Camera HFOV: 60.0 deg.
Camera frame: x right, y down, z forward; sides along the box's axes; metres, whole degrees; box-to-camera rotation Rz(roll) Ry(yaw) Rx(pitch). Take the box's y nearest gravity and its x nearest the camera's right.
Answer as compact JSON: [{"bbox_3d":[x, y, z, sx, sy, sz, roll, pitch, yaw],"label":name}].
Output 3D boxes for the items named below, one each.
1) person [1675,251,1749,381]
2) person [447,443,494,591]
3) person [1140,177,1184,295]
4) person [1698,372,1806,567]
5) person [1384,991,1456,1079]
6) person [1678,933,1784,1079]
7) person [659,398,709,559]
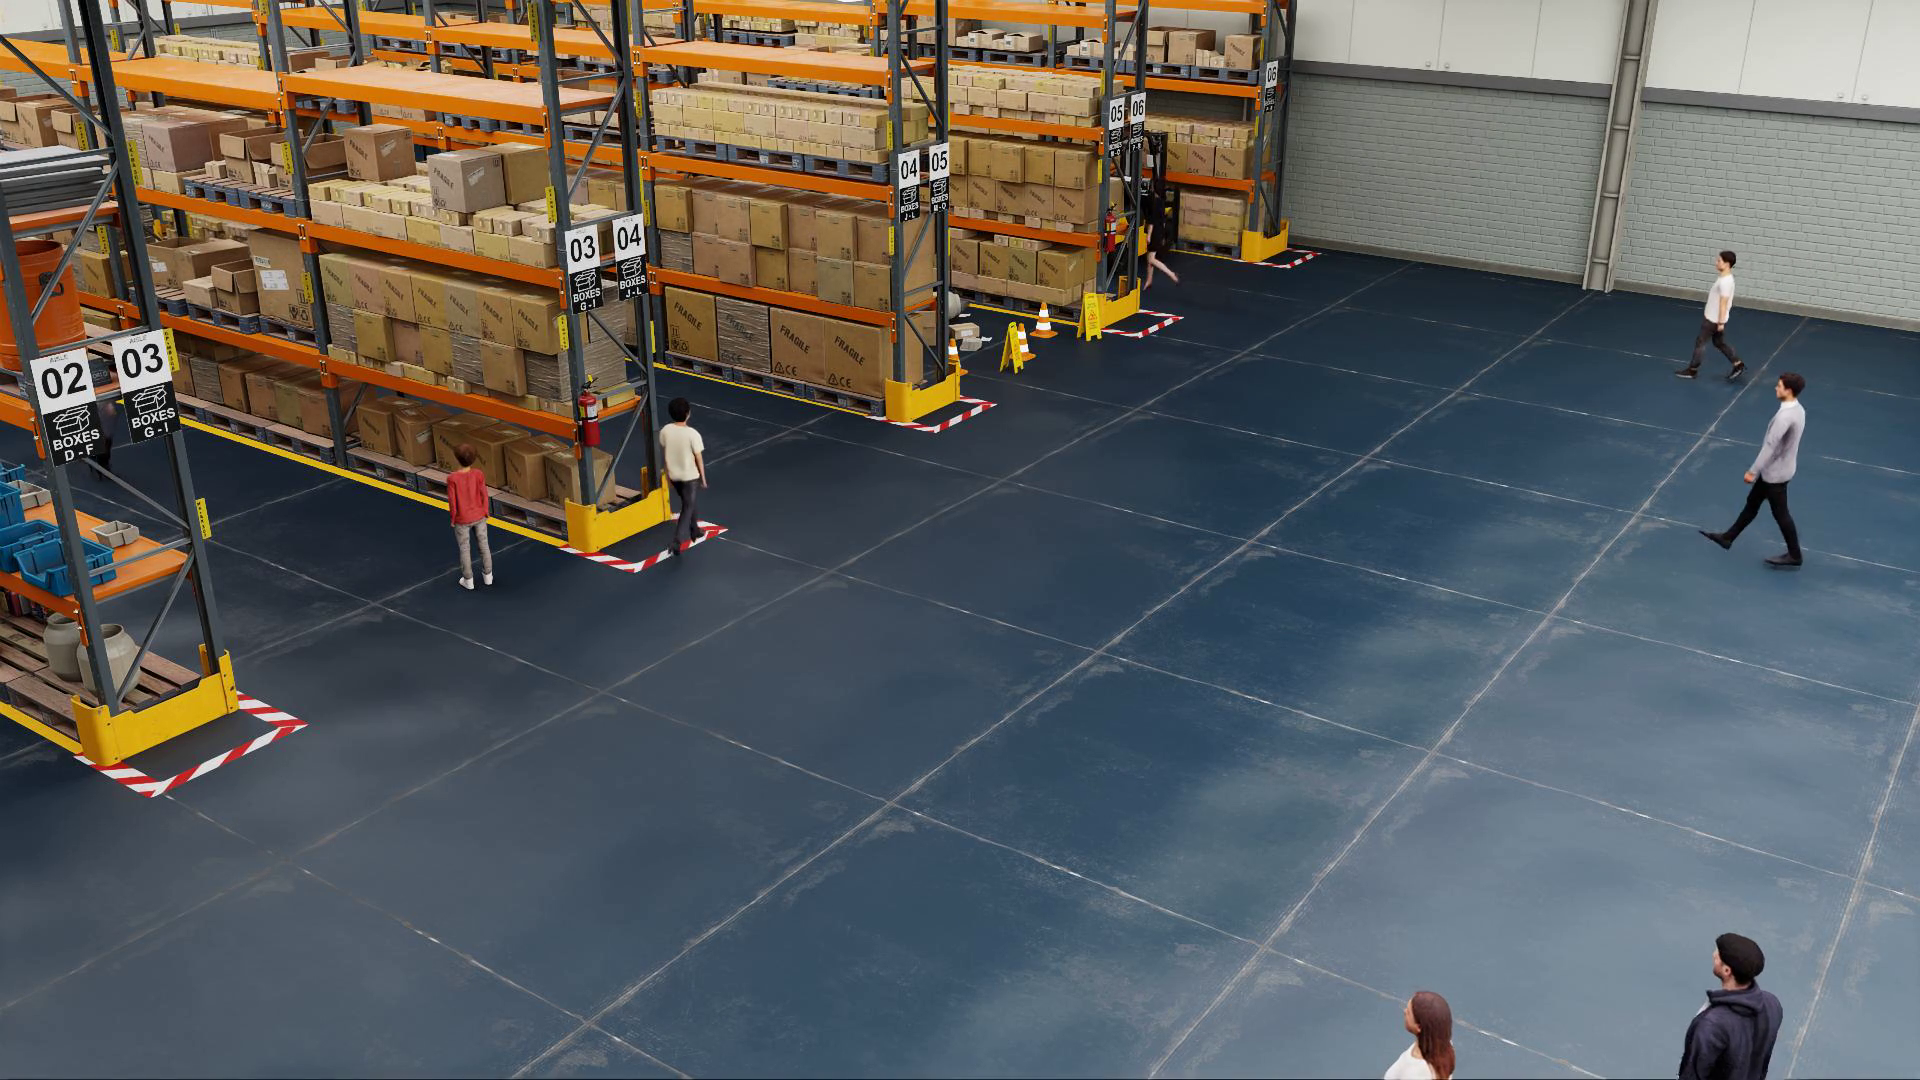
[{"bbox_3d":[9.793,-2.854,21.330,1.106,1.688,0.733,11,25,24],"label":"person"},{"bbox_3d":[-4.575,-0.232,15.515,0.596,1.414,0.613,-13,26,-27],"label":"person"},{"bbox_3d":[3.043,-4.570,25.249,0.986,1.780,0.696,11,25,24],"label":"person"},{"bbox_3d":[7.876,-0.622,15.850,1.208,1.869,0.779,14,27,30],"label":"person"},{"bbox_3d":[2.164,2.856,7.905,0.515,1.688,0.598,15,27,31],"label":"person"},{"bbox_3d":[3.652,2.767,7.896,0.939,1.858,1.194,-15,27,-31],"label":"person"},{"bbox_3d":[-2.707,-0.574,16.138,0.983,1.556,0.817,9,25,21],"label":"person"}]
